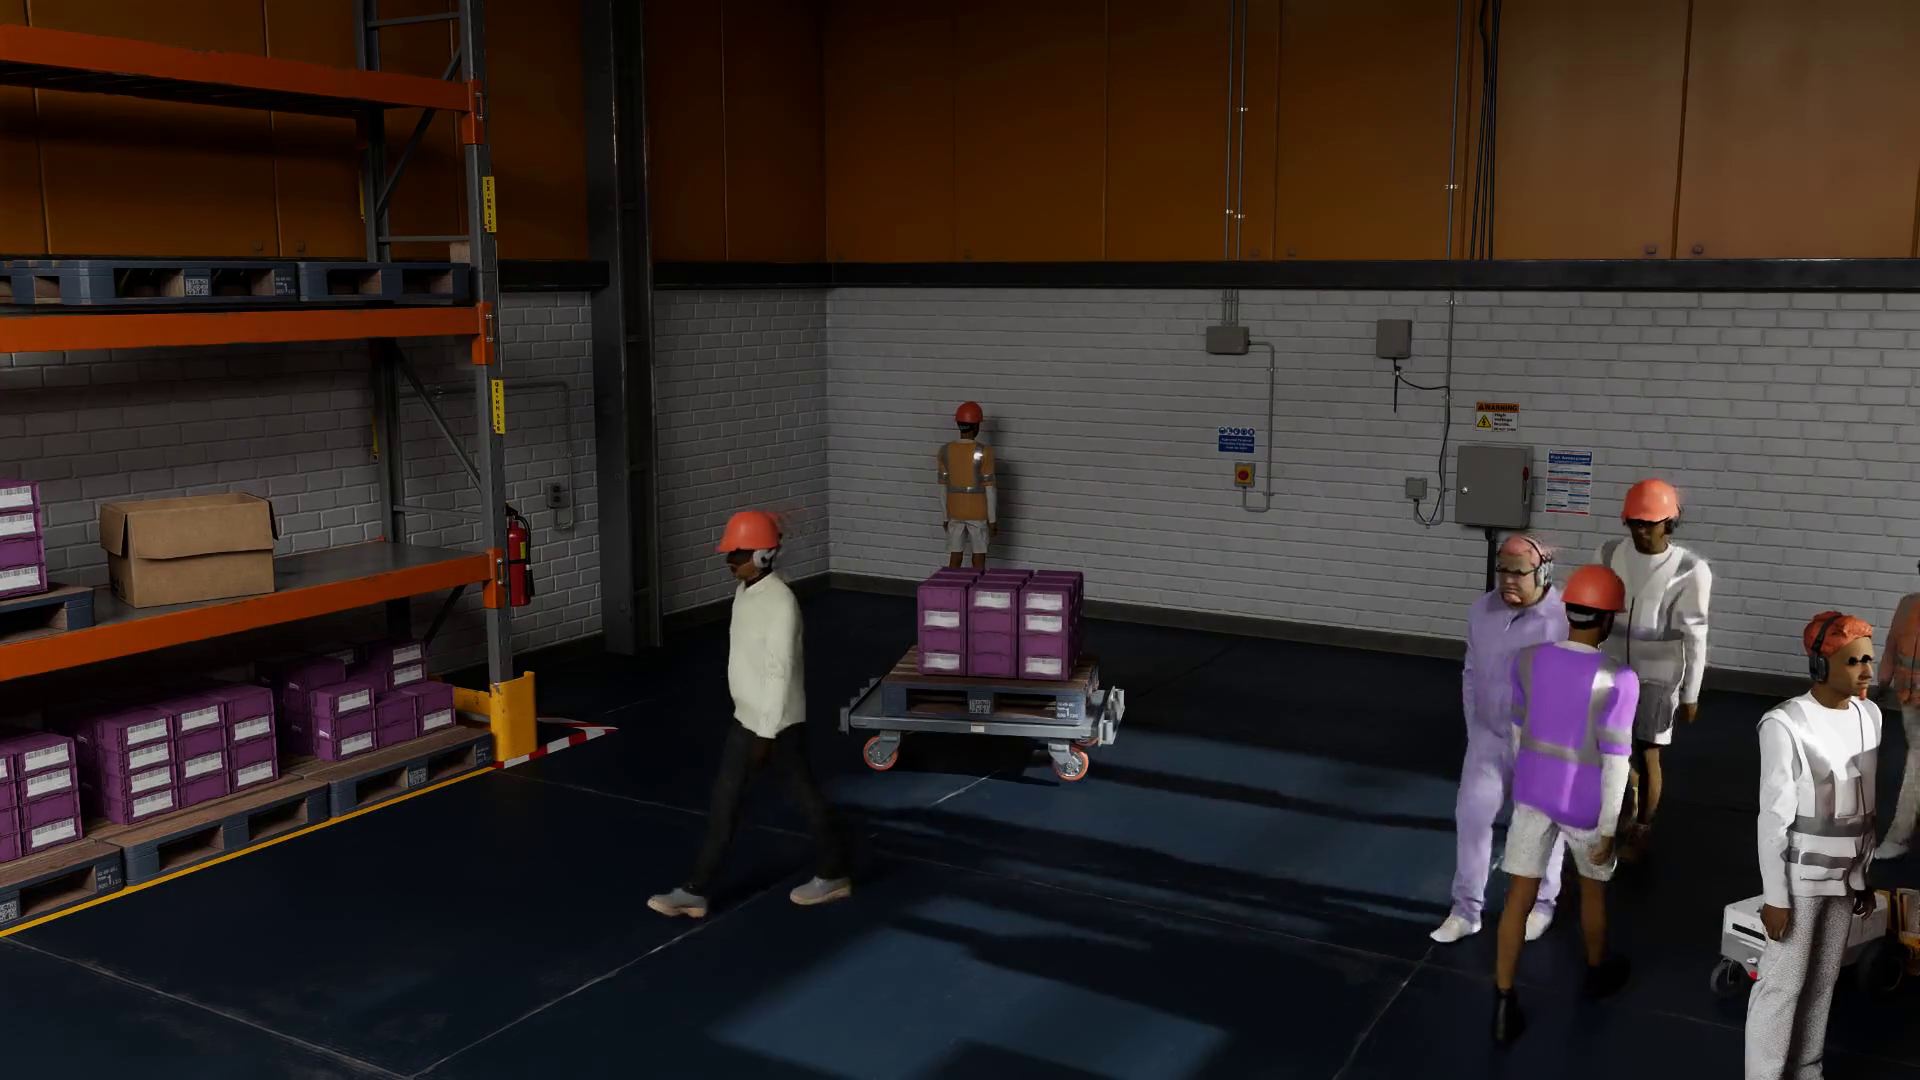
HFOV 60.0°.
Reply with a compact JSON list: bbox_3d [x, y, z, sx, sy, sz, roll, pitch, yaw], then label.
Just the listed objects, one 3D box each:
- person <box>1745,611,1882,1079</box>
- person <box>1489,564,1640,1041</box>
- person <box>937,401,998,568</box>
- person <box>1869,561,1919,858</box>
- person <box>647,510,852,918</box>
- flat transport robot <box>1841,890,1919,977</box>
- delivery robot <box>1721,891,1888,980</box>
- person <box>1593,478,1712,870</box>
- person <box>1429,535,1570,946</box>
[{"bbox_3d":[2.968,1.178,5.759,0.575,1.883,0.355,-6,11,-32],"label":"person"},{"bbox_3d":[2.432,1.036,6.691,0.553,1.884,0.985,9,13,44],"label":"person"},{"bbox_3d":[0.079,-0.226,14.352,0.544,1.939,0.354,4,10,25],"label":"person"},{"bbox_3d":[5.106,0.850,8.731,0.793,1.617,0.521,-2,9,-14],"label":"person"},{"bbox_3d":[-0.948,0.822,7.807,1.017,1.939,0.641,-5,10,-30],"label":"person"},{"bbox_3d":[4.531,1.761,7.136,1.431,0.197,0.652,5,10,28],"label":"flat transport robot"},{"bbox_3d":[3.527,1.603,6.945,0.707,0.478,0.477,-5,10,-29],"label":"delivery robot"},{"bbox_3d":[3.452,0.674,8.450,0.561,2.022,0.674,-8,12,-40],"label":"person"},{"bbox_3d":[2.454,0.914,7.409,0.794,1.873,0.667,-9,13,-43],"label":"person"}]
